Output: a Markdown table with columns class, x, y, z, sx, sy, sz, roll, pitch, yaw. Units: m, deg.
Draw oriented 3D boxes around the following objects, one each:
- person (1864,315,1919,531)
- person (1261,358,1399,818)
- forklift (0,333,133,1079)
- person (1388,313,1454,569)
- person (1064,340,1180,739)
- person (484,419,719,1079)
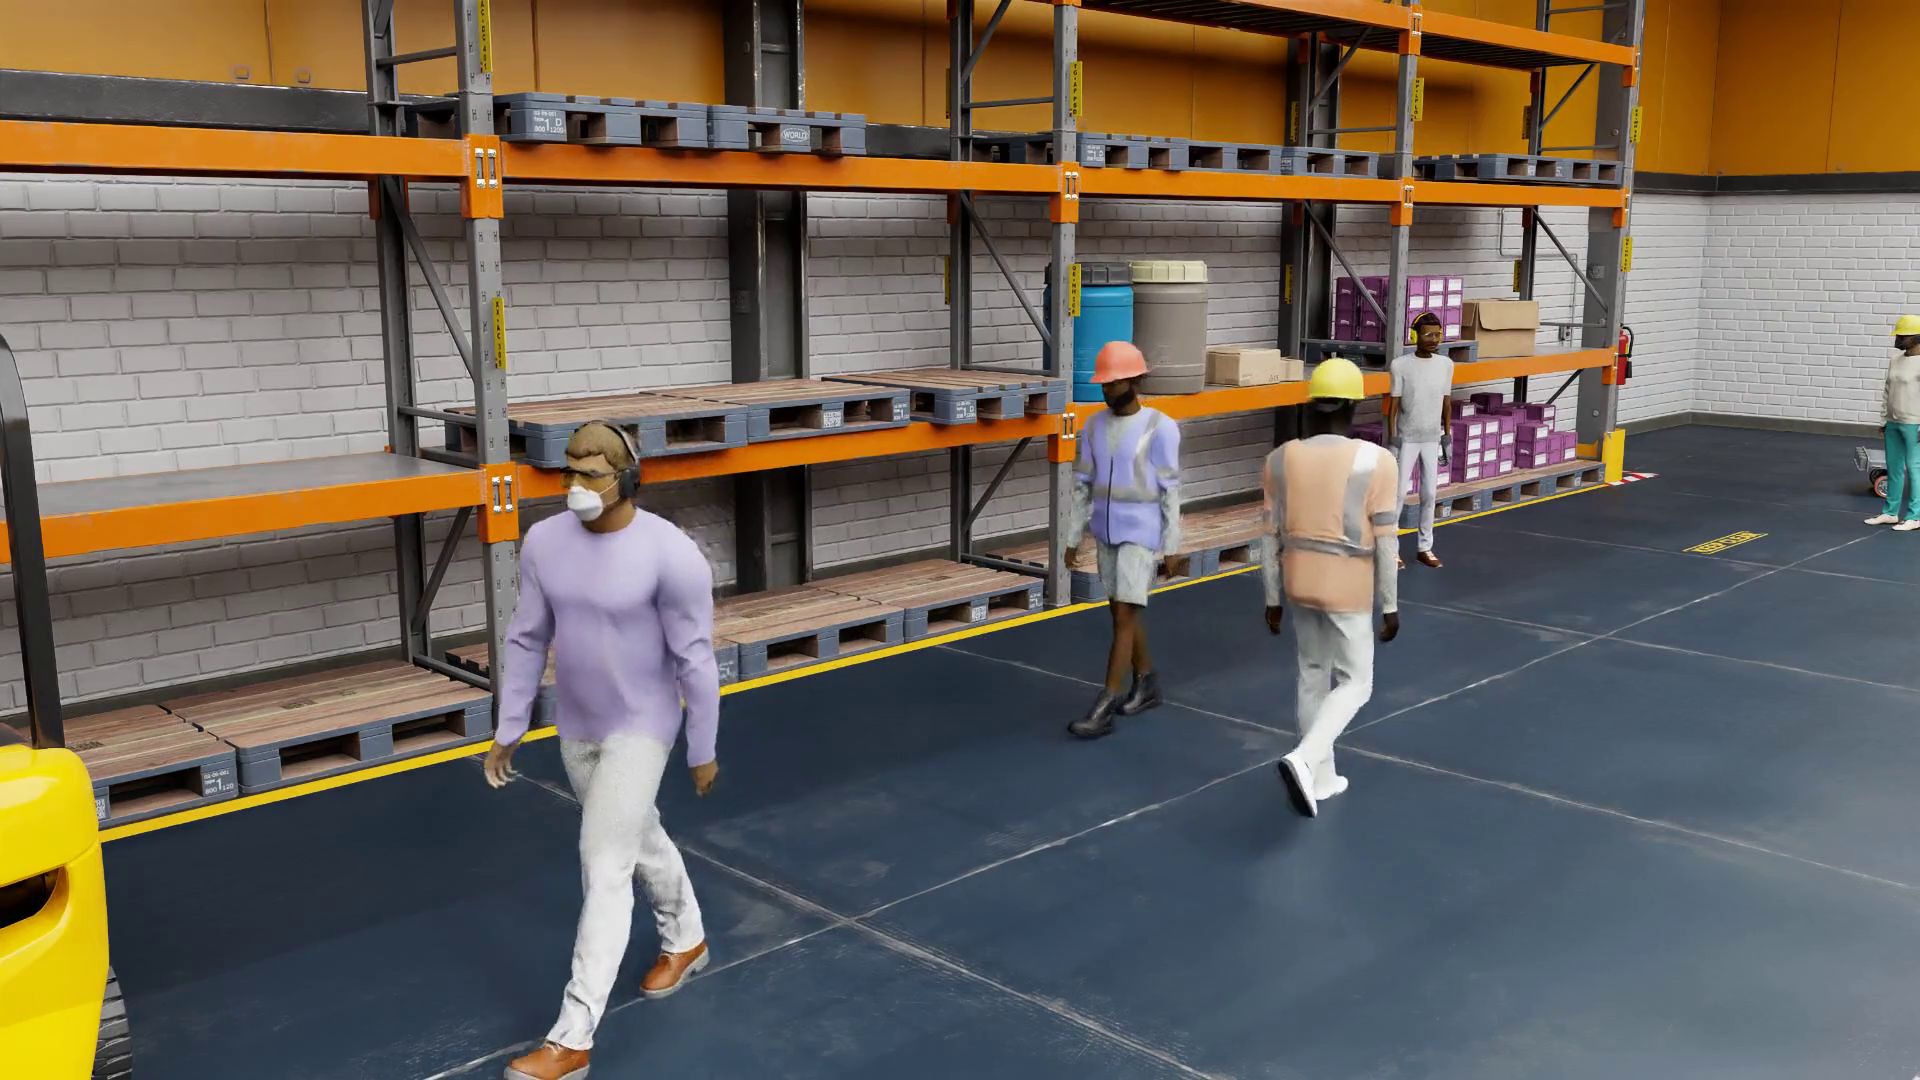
| class | x | y | z | sx | sy | sz | roll | pitch | yaw |
| --- | --- | --- | --- | --- | --- | --- | --- | --- | --- |
| person | 7.722 | -0.956 | 13.614 | 0.326 | 1.765 | 0.530 | -1 | 10 | -8 |
| person | 1.489 | 0.210 | 6.854 | 0.608 | 1.909 | 0.661 | 9 | 13 | 39 |
| forklift | -3.289 | 0.485 | 4.582 | 1.214 | 2.155 | 2.313 | -10 | 14 | -44 |
| person | 3.319 | -0.710 | 12.030 | 0.505 | 1.860 | 0.320 | -2 | 11 | -11 |
| person | 0.761 | -0.018 | 8.125 | 0.569 | 1.899 | 0.819 | 10 | 14 | 43 |
| person | -1.040 | 0.581 | 4.932 | 0.638 | 1.887 | 1.042 | 6 | 12 | 30 |
